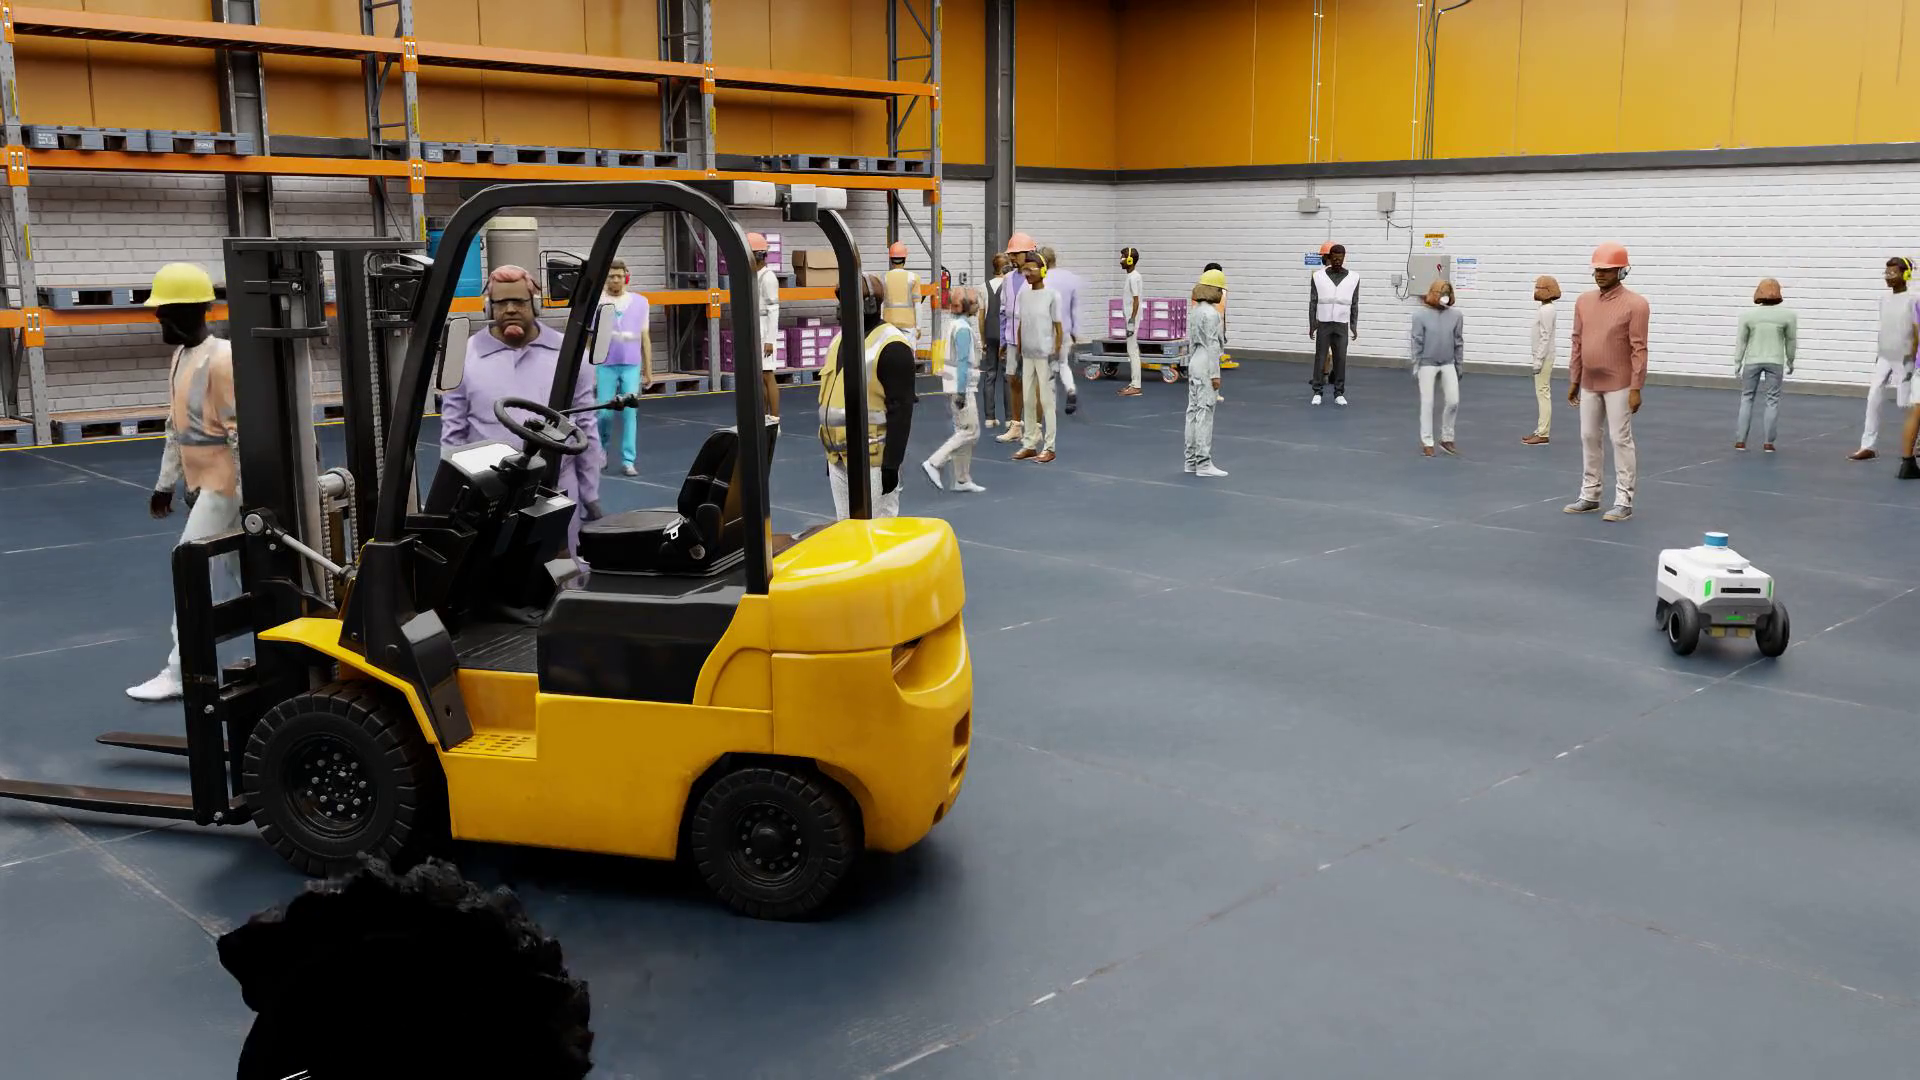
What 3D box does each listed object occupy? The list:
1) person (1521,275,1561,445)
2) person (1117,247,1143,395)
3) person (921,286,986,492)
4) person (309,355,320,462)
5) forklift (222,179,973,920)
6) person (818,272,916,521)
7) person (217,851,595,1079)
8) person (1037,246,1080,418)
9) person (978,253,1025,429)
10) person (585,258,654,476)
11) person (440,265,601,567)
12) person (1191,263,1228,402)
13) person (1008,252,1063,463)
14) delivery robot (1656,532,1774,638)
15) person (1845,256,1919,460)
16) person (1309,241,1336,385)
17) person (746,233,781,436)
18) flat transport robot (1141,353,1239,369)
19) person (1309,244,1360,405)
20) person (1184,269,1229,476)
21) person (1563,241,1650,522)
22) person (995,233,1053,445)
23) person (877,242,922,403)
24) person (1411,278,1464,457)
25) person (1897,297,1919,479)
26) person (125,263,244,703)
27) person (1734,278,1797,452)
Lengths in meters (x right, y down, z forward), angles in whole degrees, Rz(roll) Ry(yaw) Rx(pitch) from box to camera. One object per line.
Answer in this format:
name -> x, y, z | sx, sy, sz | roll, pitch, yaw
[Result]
person -> 5.646, -1.743, 16.149 | 0.286, 1.636, 0.499 | 4, 11, 20
person -> 2.167, -2.767, 21.099 | 0.315, 1.869, 0.526 | 1, 10, 5
person -> -0.036, -1.162, 13.006 | 0.437, 1.628, 0.518 | -1, 10, -6
person -> -3.723, -0.606, 9.185 | 0.586, 1.917, 0.381 | 9, 13, 39
forklift -> -1.114, -0.058, 5.440 | 2.313, 2.155, 1.214 | 2, 11, 13
person -> -0.493, -0.415, 8.352 | 0.429, 1.844, 0.626 | -8, 13, -37
person -> -0.337, 1.000, 1.162 | 0.893, 1.648, 0.531 | -6, 12, -31
person -> 1.045, -2.272, 18.311 | 0.648, 1.903, 0.572 | -4, 11, -21
person -> 0.434, -2.085, 17.466 | 0.504, 1.839, 0.344 | 6, 12, 28
person -> -2.879, -1.449, 14.027 | 0.568, 1.833, 0.435 | -5, 11, -23
person -> -1.833, -0.192, 6.987 | 0.649, 1.901, 0.399 | -4, 11, -19
person -> 3.029, -2.510, 20.177 | 0.532, 1.694, 0.319 | -6, 12, -31
person -> 0.685, -1.624, 14.870 | 0.531, 1.868, 0.310 | 10, 14, 42
delivery robot -> 3.723, 0.206, 8.219 | 0.477, 0.478, 0.707 | 1, 10, 4
person -> 8.472, -1.627, 14.973 | 0.828, 1.843, 0.538 | -4, 11, -19
person -> 4.967, -3.064, 22.532 | 0.552, 1.936, 0.360 | -10, 14, -42
person -> -2.030, -2.053, 16.734 | 0.395, 2.042, 0.611 | -5, 12, -25
flat transport robot -> 3.438, -2.724, 25.227 | 1.431, 0.197, 0.652 | -2, 11, -13
person -> 4.478, -2.577, 19.946 | 0.590, 1.915, 0.392 | 1, 10, 5
person -> 2.099, -1.411, 14.072 | 0.310, 1.735, 0.484 | -2, 11, -13
person -> 4.594, -1.120, 11.845 | 0.437, 1.981, 0.629 | -5, 12, -27
person -> 0.597, -1.928, 16.050 | 0.614, 2.041, 0.389 | 10, 14, 43
person -> -0.728, -2.605, 20.021 | 0.544, 1.943, 0.347 | 1, 10, 4
person -> 4.383, -1.578, 15.274 | 0.522, 1.632, 0.345 | -1, 10, -5
person -> 8.223, -1.448, 13.809 | 0.870, 1.895, 0.553 | -4, 11, -23
person -> -3.365, -0.251, 7.300 | 0.882, 1.893, 0.594 | -8, 13, -36
person -> 7.540, -1.637, 15.605 | 0.516, 1.633, 0.307 | 5, 12, 25
